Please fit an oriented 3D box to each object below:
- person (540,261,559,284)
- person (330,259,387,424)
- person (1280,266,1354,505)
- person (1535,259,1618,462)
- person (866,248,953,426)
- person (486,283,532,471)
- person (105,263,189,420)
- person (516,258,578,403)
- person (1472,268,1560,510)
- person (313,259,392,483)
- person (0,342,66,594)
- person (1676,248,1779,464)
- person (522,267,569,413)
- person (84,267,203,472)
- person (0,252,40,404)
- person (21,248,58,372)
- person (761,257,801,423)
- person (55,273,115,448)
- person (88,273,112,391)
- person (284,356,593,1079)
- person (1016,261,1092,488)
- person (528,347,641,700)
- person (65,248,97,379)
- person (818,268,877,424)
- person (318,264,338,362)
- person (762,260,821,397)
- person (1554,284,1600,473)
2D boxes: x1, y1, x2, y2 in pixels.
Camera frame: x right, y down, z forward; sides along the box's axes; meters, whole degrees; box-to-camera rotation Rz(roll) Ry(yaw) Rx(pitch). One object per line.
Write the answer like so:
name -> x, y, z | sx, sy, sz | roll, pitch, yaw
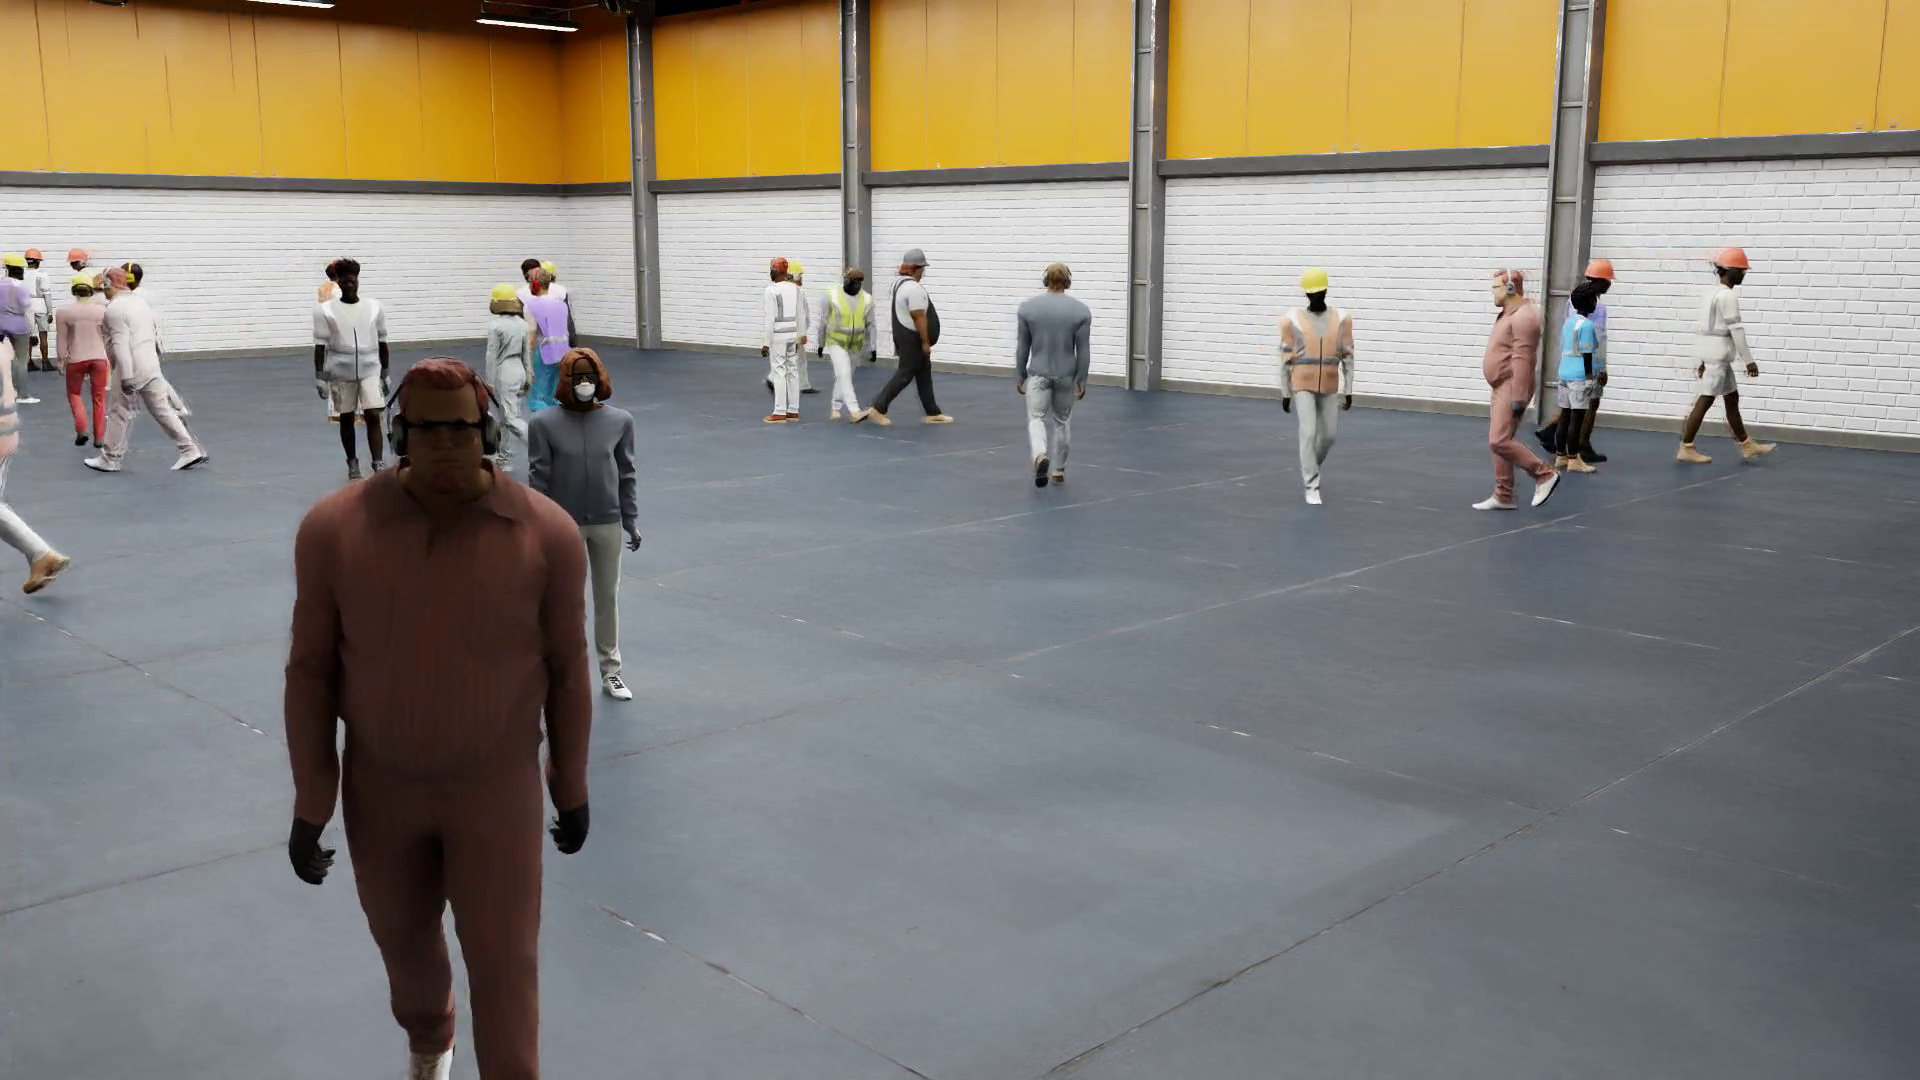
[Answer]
person -> -5.623, -2.890, 22.621 | 0.945, 1.784, 0.615 | -6, 12, -28
person -> -6.820, -2.230, 18.811 | 0.742, 1.861, 0.581 | -4, 11, -19
person -> 2.848, -1.255, 13.423 | 0.596, 1.896, 0.702 | -1, 10, -4
person -> 5.827, -1.668, 15.600 | 0.578, 1.914, 0.550 | -1, 10, -5
person -> -0.587, -2.294, 18.655 | 0.995, 2.000, 0.684 | -2, 11, -12
person -> -3.984, -1.434, 14.870 | 0.794, 1.717, 0.495 | 5, 11, 23
person -> -9.434, -2.281, 19.221 | 0.950, 1.826, 0.555 | -1, 10, -7
person -> -4.617, -2.193, 18.557 | 0.633, 1.874, 0.454 | -7, 13, -35
person -> 4.292, -1.140, 12.814 | 0.534, 1.883, 0.650 | 1, 10, 6
person -> -5.121, -1.401, 14.079 | 0.637, 1.918, 0.963 | -5, 12, -26
person -> -5.617, -0.515, 9.546 | 0.675, 1.828, 0.635 | -4, 11, -20
person -> 7.187, -1.685, 15.432 | 0.949, 2.000, 0.619 | 3, 11, 15
person -> -3.911, -1.683, 15.897 | 0.512, 1.826, 0.573 | 6, 12, 28
person -> -7.426, -1.522, 15.010 | 1.015, 1.859, 0.691 | 1, 10, 4
person -> -11.901, -2.668, 21.030 | 0.619, 1.912, 0.416 | 5, 12, 27
person -> -14.490, -3.603, 26.101 | 0.540, 1.929, 0.380 | 0, 10, 1
person -> -2.039, -2.270, 18.953 | 0.356, 1.883, 0.572 | 7, 12, 33
person -> -8.783, -1.802, 16.739 | 0.559, 1.750, 0.410 | -7, 13, -34
person -> -11.698, -2.815, 22.646 | 0.510, 1.619, 0.611 | 2, 11, 12
person -> -1.162, 0.526, 3.770 | 0.651, 1.907, 0.736 | -1, 10, -8
person -> 0.783, -1.371, 13.938 | 0.635, 1.922, 0.756 | 0, 10, 2
person -> -1.703, -0.058, 7.570 | 0.497, 1.634, 0.278 | -5, 11, -25
person -> -12.841, -3.365, 24.740 | 0.818, 1.959, 0.657 | -9, 14, -40
person -> -1.275, -2.217, 19.004 | 0.631, 1.759, 1.030 | -6, 12, -28
person -> -9.595, -3.396, 25.597 | 0.540, 1.697, 0.316 | 3, 11, 16
person -> -2.240, -2.780, 21.931 | 0.813, 1.807, 0.596 | -5, 11, -25
person -> 5.587, -1.457, 15.025 | 0.319, 1.697, 0.532 | 0, 10, -1
